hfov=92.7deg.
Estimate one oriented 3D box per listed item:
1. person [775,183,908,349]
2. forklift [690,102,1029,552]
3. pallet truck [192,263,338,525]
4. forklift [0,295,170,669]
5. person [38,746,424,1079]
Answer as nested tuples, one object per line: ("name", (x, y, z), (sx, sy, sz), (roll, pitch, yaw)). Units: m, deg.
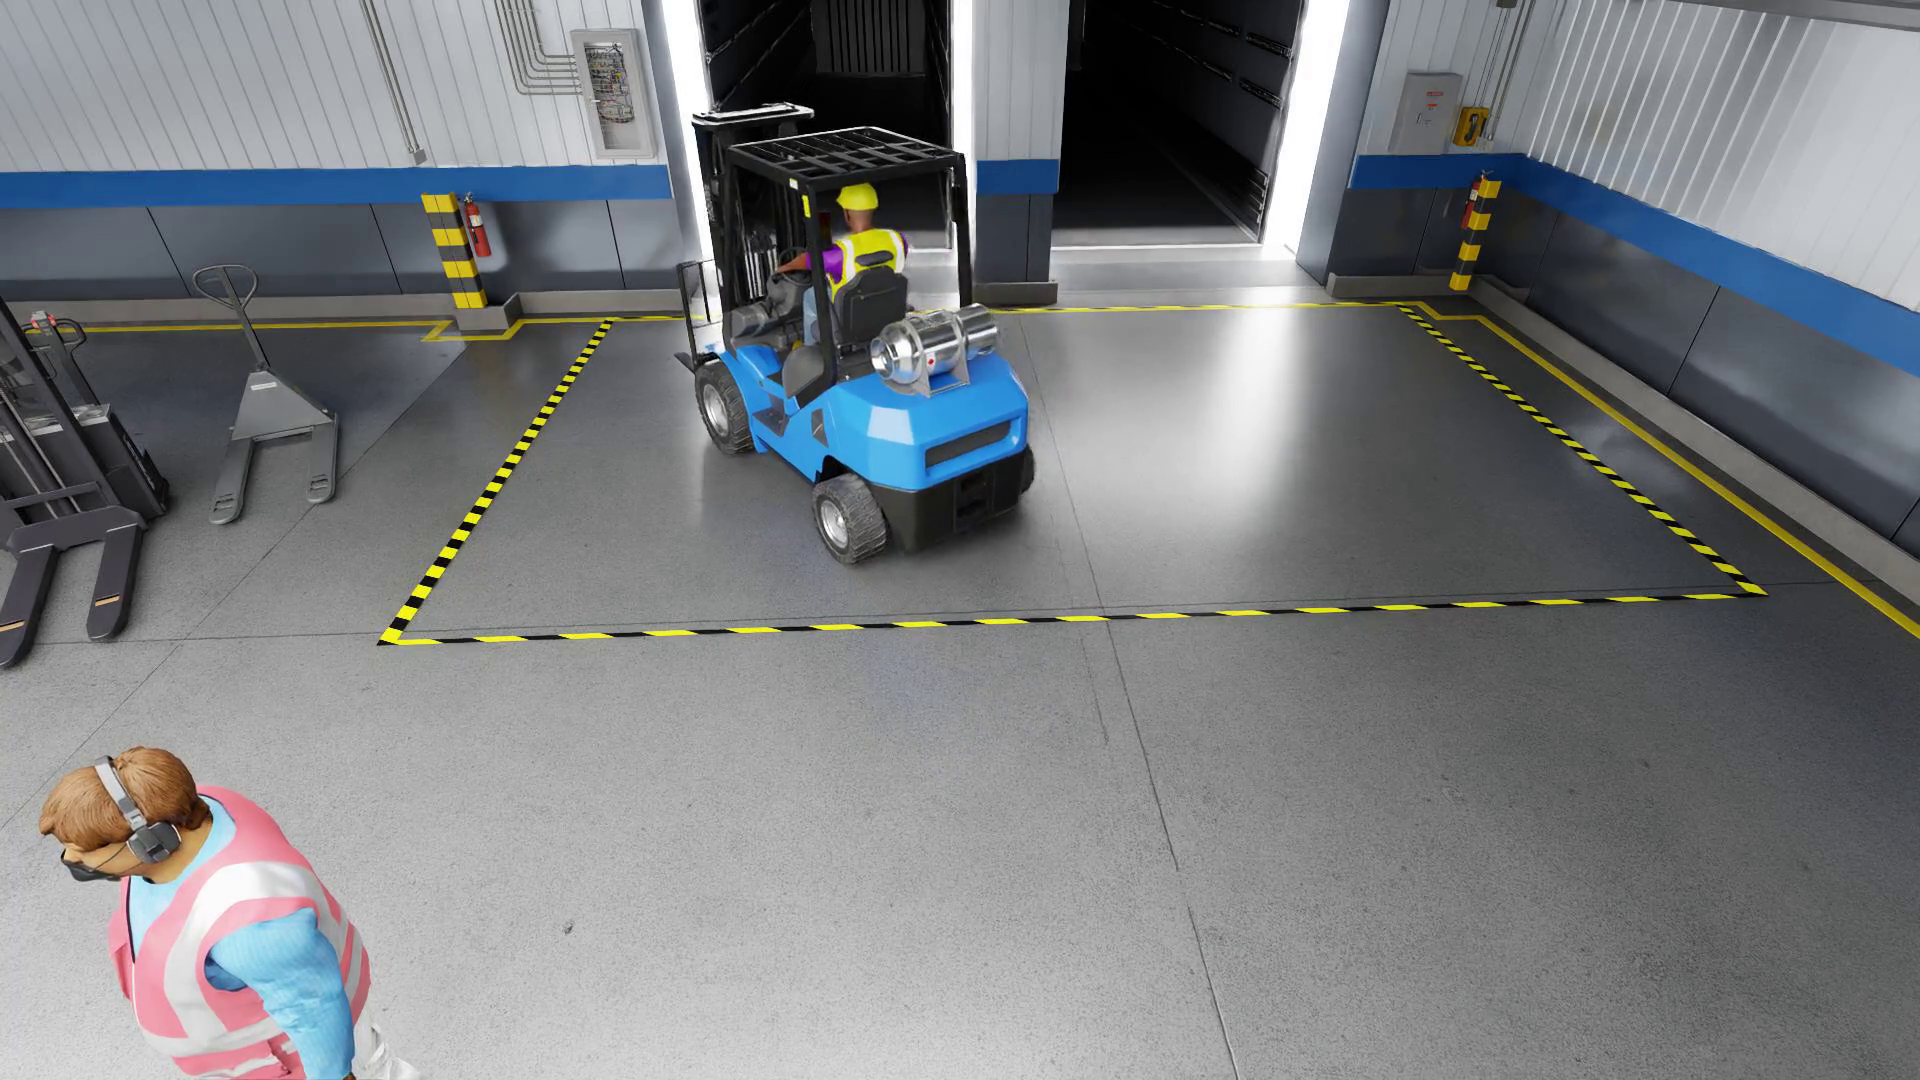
("person", (-0.757, -1.632, 5.697), (0.635, 1.294, 1.004), (-23, 41, -30))
("forklift", (-0.727, -1.449, 5.761), (1.157, 2.036, 2.680), (-23, 41, -30))
("pallet truck", (-4.778, -1.027, 6.128), (0.680, 1.201, 1.601), (-17, 38, -23))
("forklift", (-5.212, -0.618, 4.878), (0.823, 1.965, 1.885), (-20, 39, -26))
("person", (-1.752, 1.220, 2.373), (0.626, 1.844, 0.429), (22, 41, 29))
